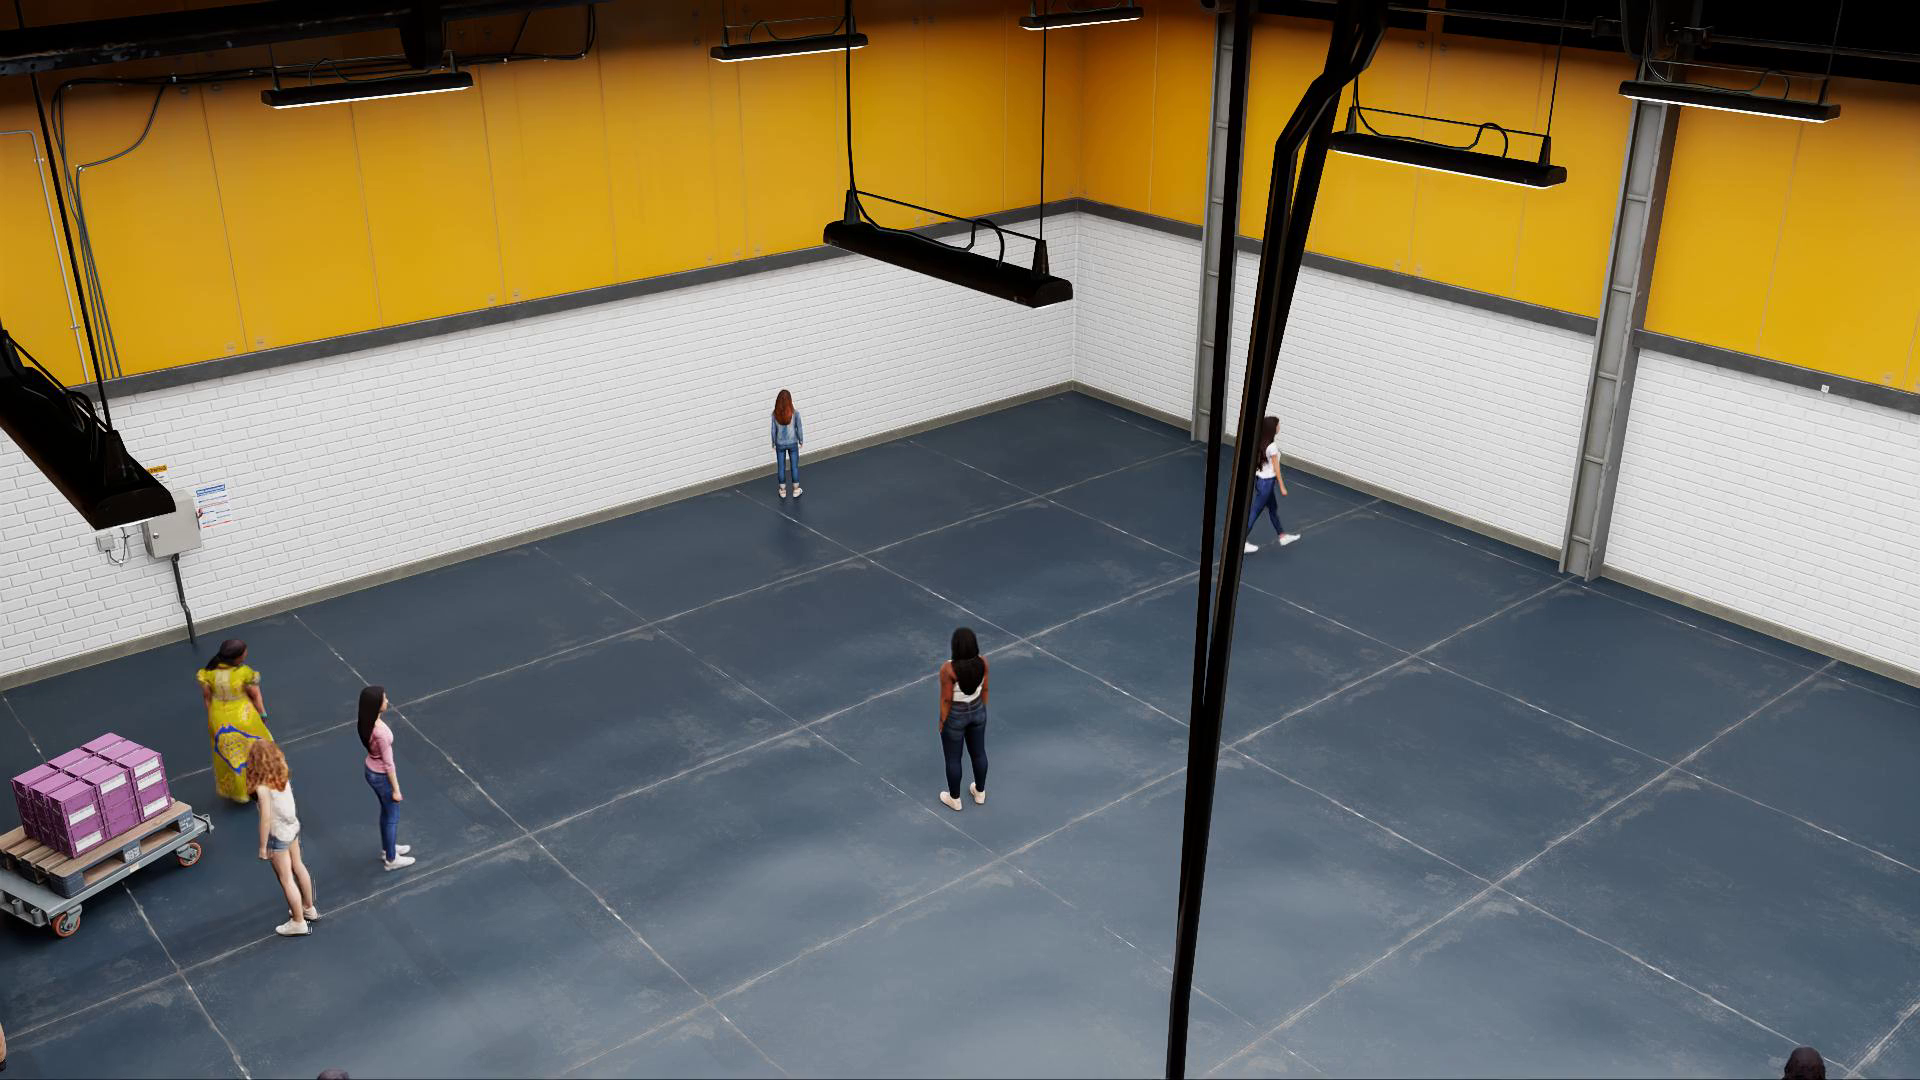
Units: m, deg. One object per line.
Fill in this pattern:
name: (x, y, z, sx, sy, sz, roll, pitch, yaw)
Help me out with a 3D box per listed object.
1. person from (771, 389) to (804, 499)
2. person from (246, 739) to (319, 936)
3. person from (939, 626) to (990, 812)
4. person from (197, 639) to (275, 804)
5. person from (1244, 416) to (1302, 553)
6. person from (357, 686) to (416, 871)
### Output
person: (-2.296, -1.281, 22.008, 0.642, 1.475, 0.678, -1, 24, -2)
person: (-5.395, 2.366, 13.311, 0.724, 1.758, 0.671, 2, 24, 5)
person: (0.043, 1.595, 15.011, 0.698, 1.810, 0.683, -11, 26, -23)
person: (-6.601, 1.639, 15.122, 0.914, 1.641, 0.937, -12, 26, -25)
person: (3.607, -0.633, 20.200, 1.036, 1.737, 1.067, -2, 24, -4)
person: (-4.924, 2.009, 14.152, 0.655, 1.740, 0.476, -16, 28, -32)
